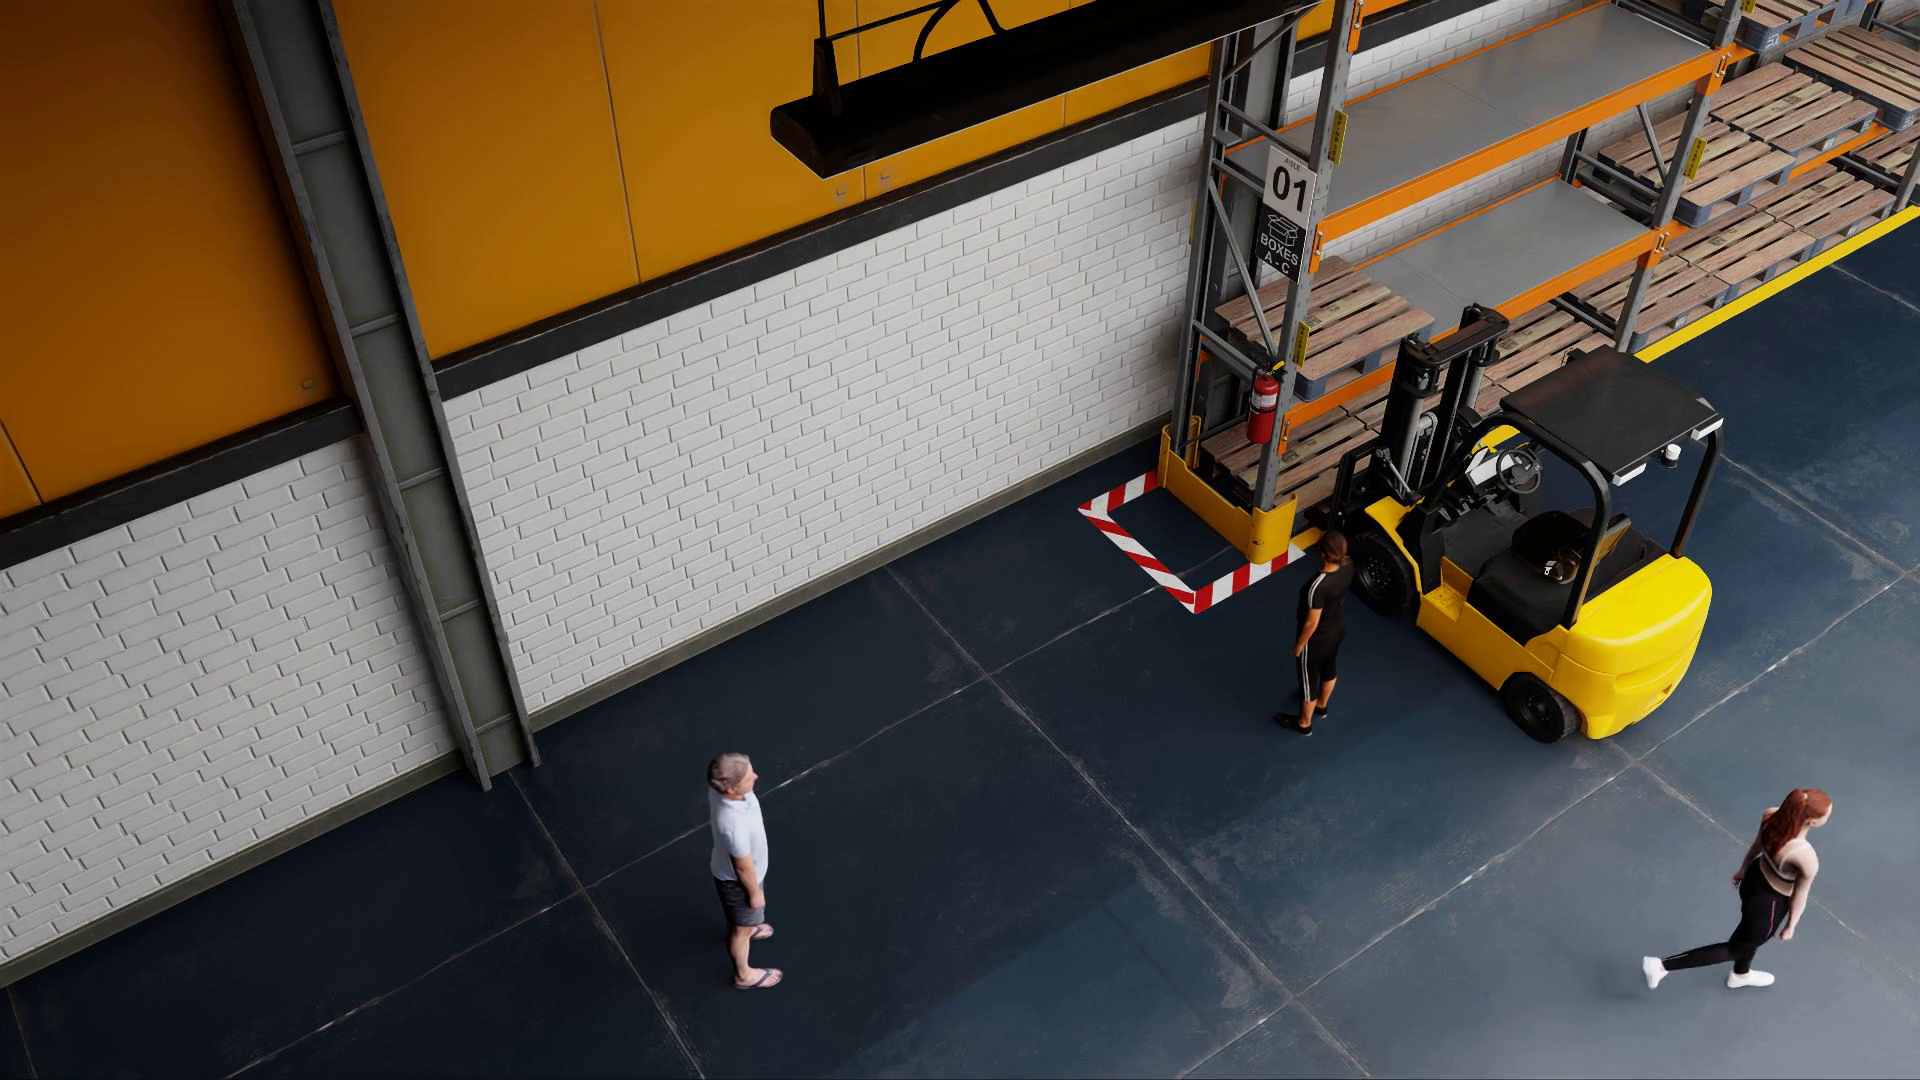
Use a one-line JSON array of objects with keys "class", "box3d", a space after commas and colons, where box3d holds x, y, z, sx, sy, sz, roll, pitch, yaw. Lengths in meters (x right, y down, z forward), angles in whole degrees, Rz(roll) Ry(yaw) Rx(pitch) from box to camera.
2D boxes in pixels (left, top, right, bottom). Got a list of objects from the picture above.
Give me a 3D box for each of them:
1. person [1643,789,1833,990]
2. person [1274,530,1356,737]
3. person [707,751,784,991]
[{"class": "person", "box3d": [4.221, 1.945, 8.932, 1.150, 1.720, 0.965, -3, 44, -3]}, {"class": "person", "box3d": [2.262, 0.571, 10.413, 0.676, 1.668, 0.500, 33, 52, 29]}, {"class": "person", "box3d": [-1.211, 1.768, 9.039, 0.695, 1.829, 0.709, -7, 44, -7]}]
